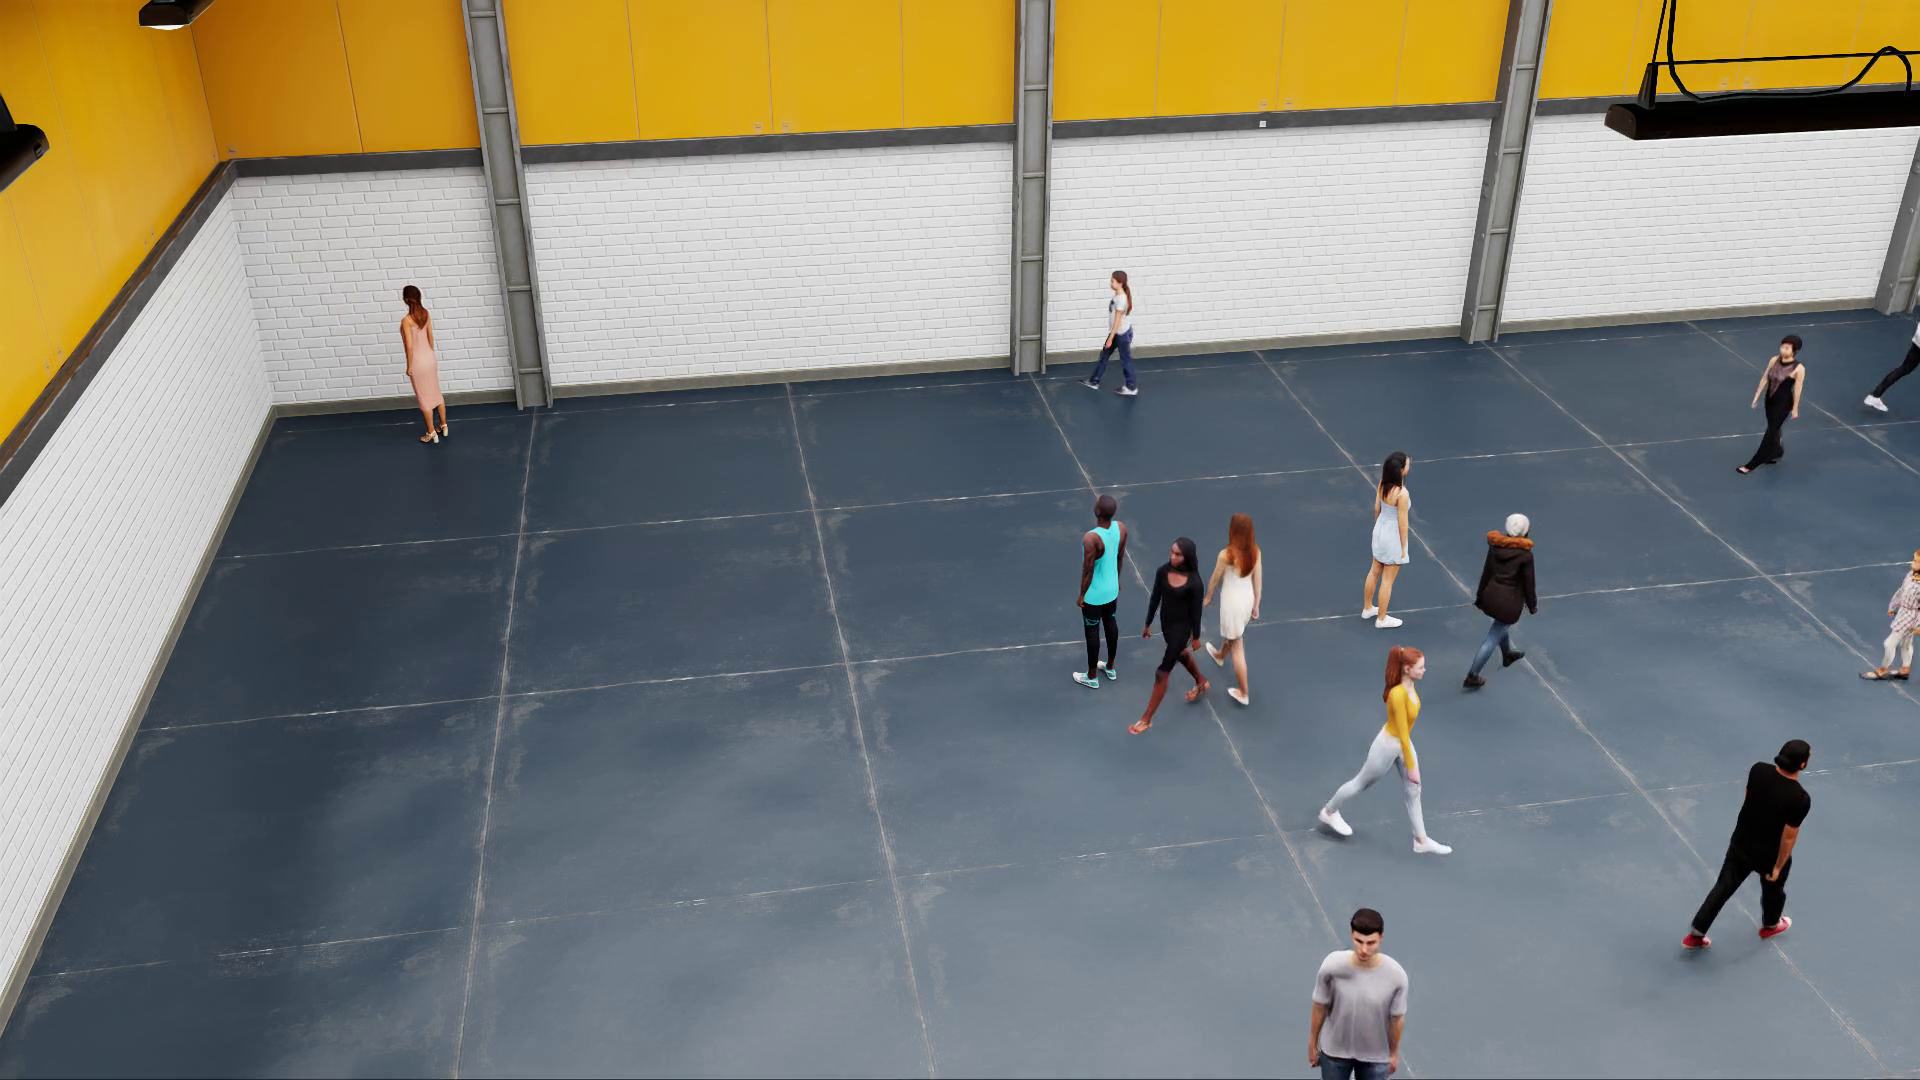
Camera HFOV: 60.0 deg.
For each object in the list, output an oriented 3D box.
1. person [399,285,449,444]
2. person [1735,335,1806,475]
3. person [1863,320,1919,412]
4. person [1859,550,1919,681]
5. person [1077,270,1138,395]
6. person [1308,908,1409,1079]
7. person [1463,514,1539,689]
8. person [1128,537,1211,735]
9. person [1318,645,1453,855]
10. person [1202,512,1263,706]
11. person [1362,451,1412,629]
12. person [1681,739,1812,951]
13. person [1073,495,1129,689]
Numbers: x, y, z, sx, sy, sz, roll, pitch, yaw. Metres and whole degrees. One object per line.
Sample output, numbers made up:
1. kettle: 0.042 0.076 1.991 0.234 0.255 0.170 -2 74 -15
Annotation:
1. person: -5.995 -1.969 18.552 0.693 1.831 0.671 13 31 22
2. person: 8.850 -1.449 17.890 1.091 1.553 0.759 -12 31 -20
3. person: 11.010 -2.281 19.067 1.307 1.886 0.880 1 29 2
4. person: 8.237 0.663 14.288 0.743 1.295 0.649 4 29 8
5. person: 1.970 -2.449 19.740 0.979 1.536 0.646 -1 29 -1
6. person: 2.303 2.859 9.654 0.806 1.876 0.883 7 29 12
7. person: 4.585 0.555 14.172 1.132 1.596 0.883 -16 33 -27
8. person: 1.843 0.739 13.756 1.303 1.670 1.055 -22 36 -34
9. person: 3.073 1.552 12.240 1.260 1.695 1.103 14 32 25
10. person: 2.375 0.610 13.993 1.068 1.669 0.803 -13 31 -23
11. person: 3.883 -0.018 15.082 0.600 1.730 0.633 -12 31 -20
12. person: 5.324 2.096 11.214 1.233 1.722 0.913 -15 32 -26
13. person: 1.207 0.430 14.176 0.601 1.811 0.732 -20 34 -32
